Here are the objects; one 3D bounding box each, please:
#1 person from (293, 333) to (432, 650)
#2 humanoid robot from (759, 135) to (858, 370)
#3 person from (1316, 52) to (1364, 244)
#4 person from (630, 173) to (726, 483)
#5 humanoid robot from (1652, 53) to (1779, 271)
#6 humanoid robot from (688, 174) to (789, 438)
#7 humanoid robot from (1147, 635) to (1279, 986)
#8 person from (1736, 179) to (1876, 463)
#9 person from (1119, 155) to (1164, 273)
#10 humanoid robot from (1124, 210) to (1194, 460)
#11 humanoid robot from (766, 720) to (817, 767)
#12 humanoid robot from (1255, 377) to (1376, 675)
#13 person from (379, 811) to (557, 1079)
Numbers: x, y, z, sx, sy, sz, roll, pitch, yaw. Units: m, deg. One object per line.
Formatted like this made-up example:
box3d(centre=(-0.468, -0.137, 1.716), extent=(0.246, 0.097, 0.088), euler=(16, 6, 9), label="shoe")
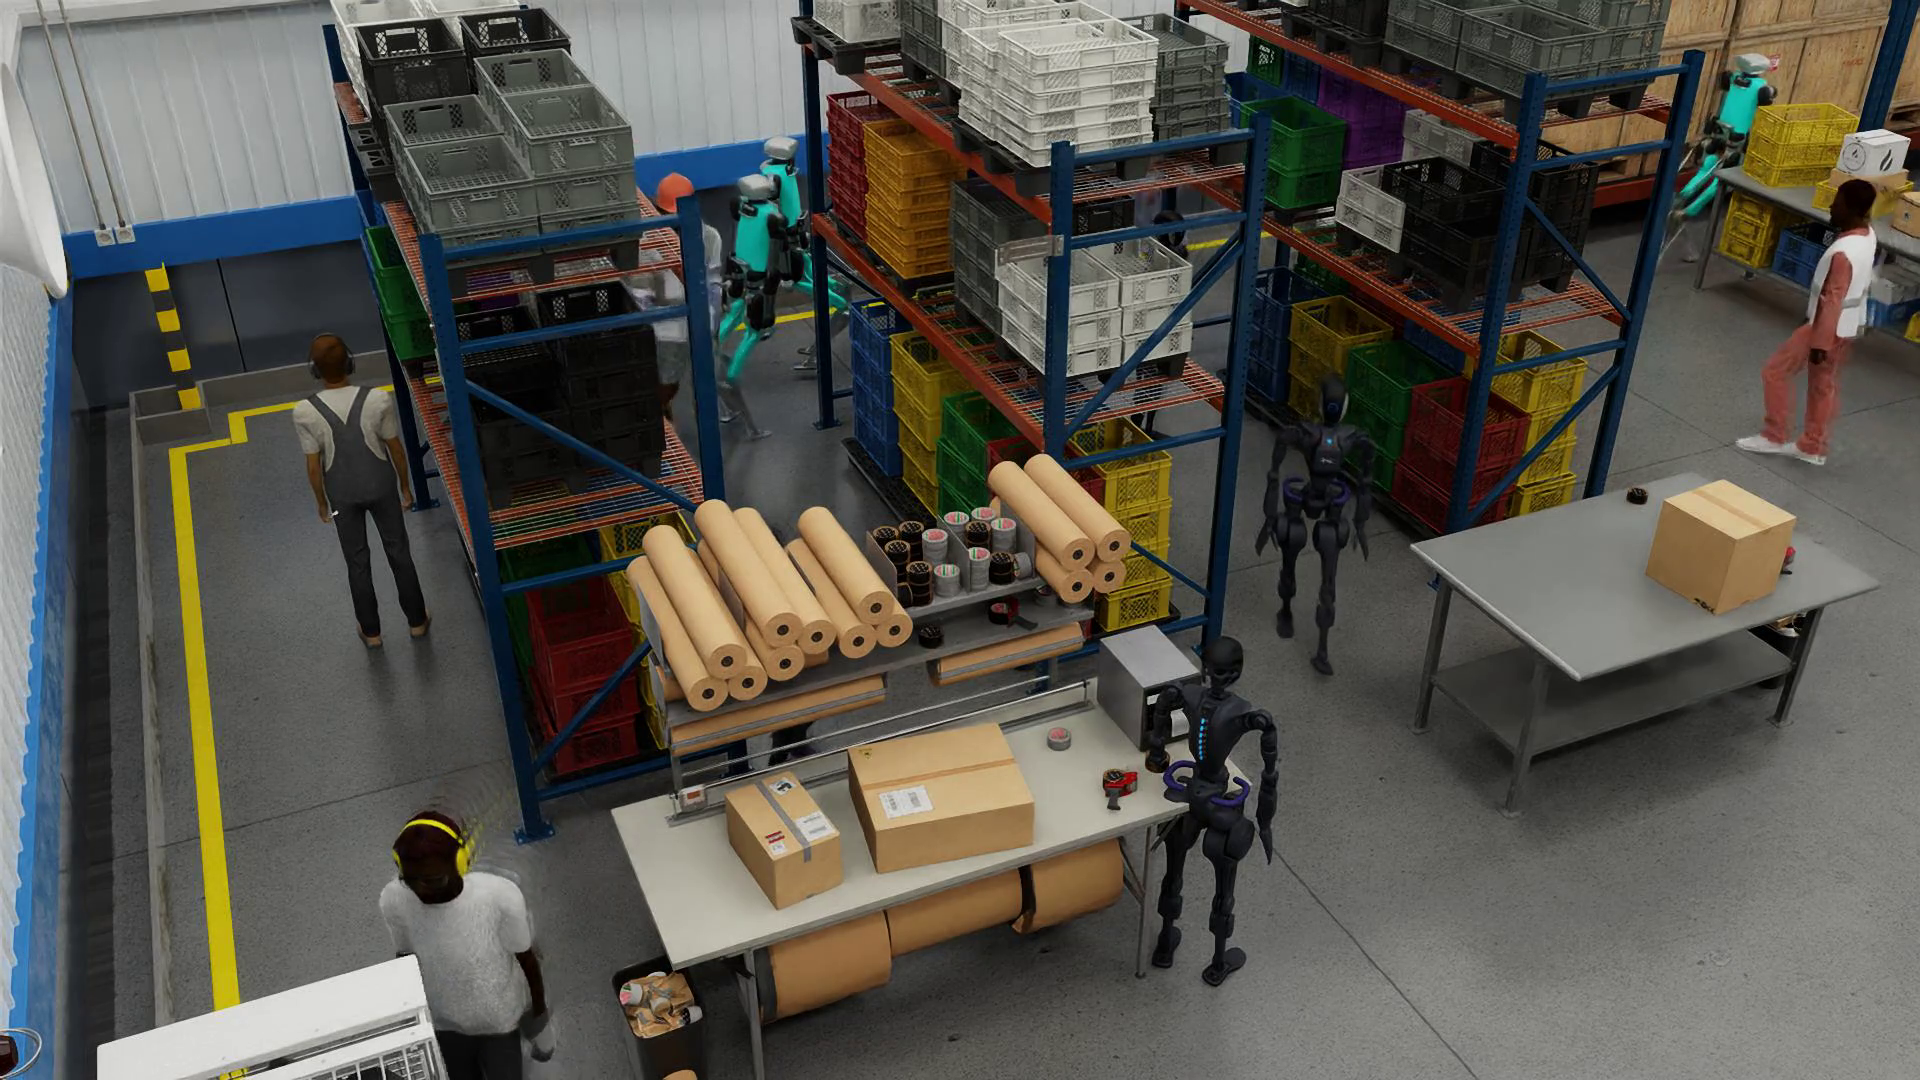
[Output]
box3d(centre=(-3.185, -0.246, 8.869), extent=(0.505, 1.842, 0.346), euler=(-12, 34, -18), label="person")
box3d(centre=(-0.998, -1.999, 11.688), extent=(0.735, 1.677, 0.533), euler=(4, 32, 6), label="humanoid robot")
box3d(centre=(3.128, -3.226, 13.708), extent=(0.632, 1.843, 0.429), euler=(-18, 36, -27), label="person")
box3d(centre=(-1.781, -1.392, 10.573), extent=(0.605, 2.016, 0.840), euler=(-12, 34, -19), label="person")
box3d(centre=(5.962, -2.998, 13.490), extent=(0.924, 1.803, 0.562), euler=(-11, 33, -18), label="humanoid robot")
box3d(centre=(-1.520, -1.459, 10.974), extent=(0.826, 1.801, 0.530), euler=(-24, 39, -34), label="humanoid robot")
box3d(centre=(1.007, 1.098, 6.832), extent=(0.599, 1.655, 0.315), euler=(18, 36, 26), label="humanoid robot")
box3d(centre=(5.474, -1.409, 10.704), extent=(0.661, 1.893, 0.608), euler=(23, 39, 33), label="person")
box3d(centre=(1.497, -2.848, 13.198), extent=(0.369, 1.729, 0.561), euler=(-8, 32, -12), label="person")
box3d(centre=(1.298, -1.348, 10.803), extent=(0.315, 1.657, 0.599), euler=(19, 36, 28), label="humanoid robot")
box3d(centre=(-0.860, 0.666, 7.588), extent=(0.796, 1.616, 0.587), euler=(-25, 40, -35), label="humanoid robot")
box3d(centre=(1.878, -0.080, 8.775), extent=(0.603, 1.631, 0.725), euler=(2, 32, 4), label="humanoid robot")
box3d(centre=(-1.672, 1.681, 5.720), extent=(0.540, 1.860, 0.410), euler=(3, 32, 4), label="person")
